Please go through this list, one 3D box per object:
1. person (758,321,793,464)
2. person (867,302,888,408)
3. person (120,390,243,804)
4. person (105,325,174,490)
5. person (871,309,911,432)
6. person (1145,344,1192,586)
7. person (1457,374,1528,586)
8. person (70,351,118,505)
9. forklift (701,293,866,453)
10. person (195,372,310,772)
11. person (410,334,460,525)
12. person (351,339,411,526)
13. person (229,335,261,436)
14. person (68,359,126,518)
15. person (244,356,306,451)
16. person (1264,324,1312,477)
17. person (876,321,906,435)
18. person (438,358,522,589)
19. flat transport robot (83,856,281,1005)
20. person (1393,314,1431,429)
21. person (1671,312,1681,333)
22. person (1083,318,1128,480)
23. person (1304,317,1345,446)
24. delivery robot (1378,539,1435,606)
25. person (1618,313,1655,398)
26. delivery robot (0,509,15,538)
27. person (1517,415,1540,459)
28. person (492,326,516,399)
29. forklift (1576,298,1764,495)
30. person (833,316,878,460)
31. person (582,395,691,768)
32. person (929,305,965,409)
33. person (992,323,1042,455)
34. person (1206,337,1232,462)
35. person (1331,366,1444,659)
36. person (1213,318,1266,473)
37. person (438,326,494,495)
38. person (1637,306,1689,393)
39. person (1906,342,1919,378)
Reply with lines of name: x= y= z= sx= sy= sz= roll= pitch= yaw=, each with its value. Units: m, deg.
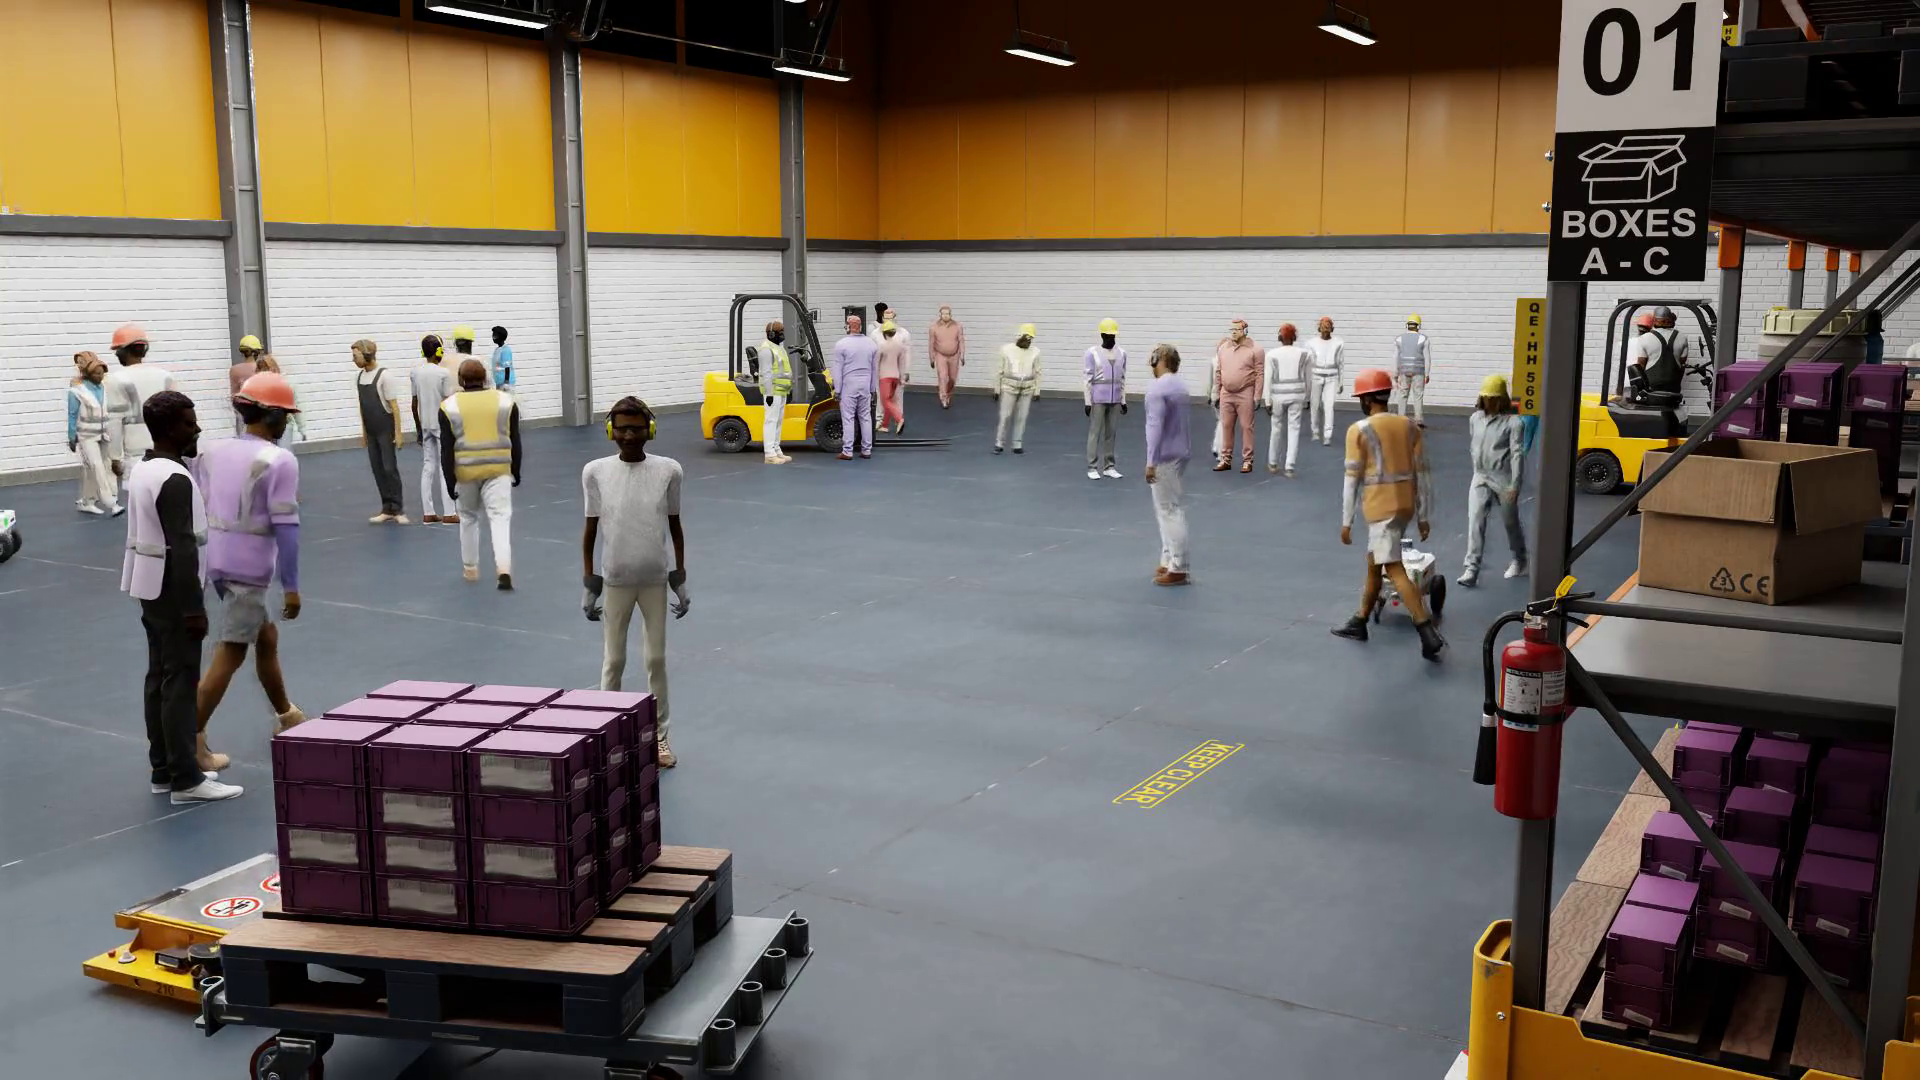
person: x=-2.381 y=-1.908 z=21.550 sx=0.429 sy=1.842 sz=0.637 roll=2 pitch=9 yaw=10
person: x=-1.418 y=-3.227 z=29.450 sx=0.402 sy=1.954 sz=0.610 roll=6 pitch=11 yaw=31
person: x=-3.670 y=0.265 z=7.746 sx=0.399 sy=1.920 sz=0.590 roll=-7 pitch=12 yaw=-39
person: x=-6.825 y=-0.765 z=13.839 sx=0.448 sy=2.028 sz=0.617 roll=4 pitch=10 yaw=24
person: x=-1.095 y=-2.628 z=25.848 sx=0.651 sy=1.904 sz=0.403 roll=1 pitch=9 yaw=5
person: x=1.680 y=-0.601 z=13.247 sx=0.447 sy=1.894 sz=0.703 roll=5 pitch=10 yaw=27
person: x=4.256 y=-0.484 z=13.157 sx=0.932 sy=1.693 sz=0.497 roll=-9 pitch=13 yaw=-44
person: x=-9.214 y=-1.188 z=17.686 sx=0.523 sy=1.638 sz=0.310 roll=2 pitch=9 yaw=11
forklift: x=-2.458 y=-2.344 z=23.176 sx=2.313 sy=2.155 sz=1.214 roll=0 pitch=9 yaw=-2
person: x=-3.608 y=0.156 z=8.316 sx=0.629 sy=1.974 sz=1.007 roll=6 pitch=11 yaw=32
person: x=-5.109 y=-1.075 z=16.270 sx=0.510 sy=1.870 sz=0.328 roll=3 pitch=10 yaw=19
person: x=-5.643 y=-1.041 z=16.188 sx=0.569 sy=1.826 sz=0.385 roll=6 pitch=11 yaw=34
person: x=-7.949 y=-1.423 z=18.755 sx=0.525 sy=1.770 sz=0.307 roll=1 pitch=9 yaw=8
person: x=-8.653 y=-1.019 z=16.744 sx=0.863 sy=1.585 sz=0.534 roll=5 pitch=10 yaw=26
person: x=-7.189 y=-1.123 z=17.400 sx=0.548 sy=1.593 sz=0.786 roll=0 pitch=9 yaw=-1
person: x=4.001 y=-1.714 z=20.343 sx=0.585 sy=1.844 sz=0.845 roll=1 pitch=9 yaw=8
person: x=-1.057 y=-2.480 z=25.440 sx=0.530 sy=1.740 sz=0.751 roll=-8 pitch=12 yaw=-41
person: x=-3.744 y=-0.525 z=13.050 sx=0.630 sy=1.808 sz=0.917 roll=-3 pitch=10 yaw=-20
flat transport robot: x=-2.421 y=1.334 z=6.204 sx=0.652 sy=0.197 sz=1.431 roll=4 pitch=10 yaw=24
person: x=7.127 y=-2.645 z=26.194 sx=0.588 sy=1.828 sz=0.403 roll=6 pitch=11 yaw=31
person: x=11.272 y=-2.710 z=26.556 sx=0.429 sy=1.845 sz=0.621 roll=-6 pitch=11 yaw=-33
person: x=1.756 y=-1.686 z=19.896 sx=0.594 sy=1.924 sz=0.382 roll=-5 pitch=10 yaw=-28
person: x=5.255 y=-2.313 z=24.090 sx=0.591 sy=1.846 sz=0.966 roll=1 pitch=9 yaw=8
delivery robot: x=3.170 y=0.237 z=11.874 sx=0.477 sy=0.478 sz=0.707 roll=4 pitch=10 yaw=24
person: x=9.295 y=-2.165 z=22.915 sx=0.676 sy=1.921 sz=0.559 roll=-7 pitch=11 yaw=-37
delivery robot: x=-8.444 y=-0.124 z=14.123 sx=0.707 sy=0.478 sz=0.477 roll=-3 pitch=10 yaw=-20
person: x=6.408 y=-1.403 z=18.514 sx=0.580 sy=1.811 sz=0.926 roll=-1 pitch=9 yaw=-8
person: x=-6.754 y=-2.324 z=24.623 sx=0.321 sy=1.691 sz=0.537 roll=-6 pitch=11 yaw=-31
forklift: x=7.954 y=-1.589 z=18.462 sx=2.313 sy=2.155 sz=1.214 roll=5 pitch=11 yaw=30
person: x=-1.398 y=-2.005 z=21.987 sx=0.640 sy=1.902 sz=0.402 roll=-7 pitch=11 yaw=-35
person: x=-1.601 y=0.216 z=8.224 sx=0.535 sy=1.864 sz=0.309 roll=-3 pitch=9 yaw=-15
person: x=-0.249 y=-3.353 z=30.455 sx=0.648 sy=1.881 sz=0.787 roll=-2 pitch=9 yaw=-13
person: x=0.791 y=-2.023 z=22.446 sx=0.640 sy=1.796 sz=0.407 roll=-2 pitch=9 yaw=-10
person: x=3.478 y=-1.832 z=21.723 sx=0.394 sy=1.622 sz=0.544 roll=-8 pitch=12 yaw=-42
person: x=2.809 y=-0.181 z=10.761 sx=0.557 sy=1.866 sz=1.028 roll=-5 pitch=10 yaw=-28
person: x=3.427 y=-1.784 z=20.570 sx=0.651 sy=1.906 sz=0.409 roll=6 pitch=11 yaw=34
person: x=-5.422 y=-1.421 z=18.399 sx=0.591 sy=1.868 sz=1.014 roll=3 pitch=10 yaw=17
person: x=9.397 y=-2.148 z=22.431 sx=0.678 sy=2.000 sz=0.537 roll=0 pitch=9 yaw=-2
person: x=11.595 y=-1.682 z=19.840 sx=0.635 sy=1.936 sz=0.354 roll=4 pitch=10 yaw=26
